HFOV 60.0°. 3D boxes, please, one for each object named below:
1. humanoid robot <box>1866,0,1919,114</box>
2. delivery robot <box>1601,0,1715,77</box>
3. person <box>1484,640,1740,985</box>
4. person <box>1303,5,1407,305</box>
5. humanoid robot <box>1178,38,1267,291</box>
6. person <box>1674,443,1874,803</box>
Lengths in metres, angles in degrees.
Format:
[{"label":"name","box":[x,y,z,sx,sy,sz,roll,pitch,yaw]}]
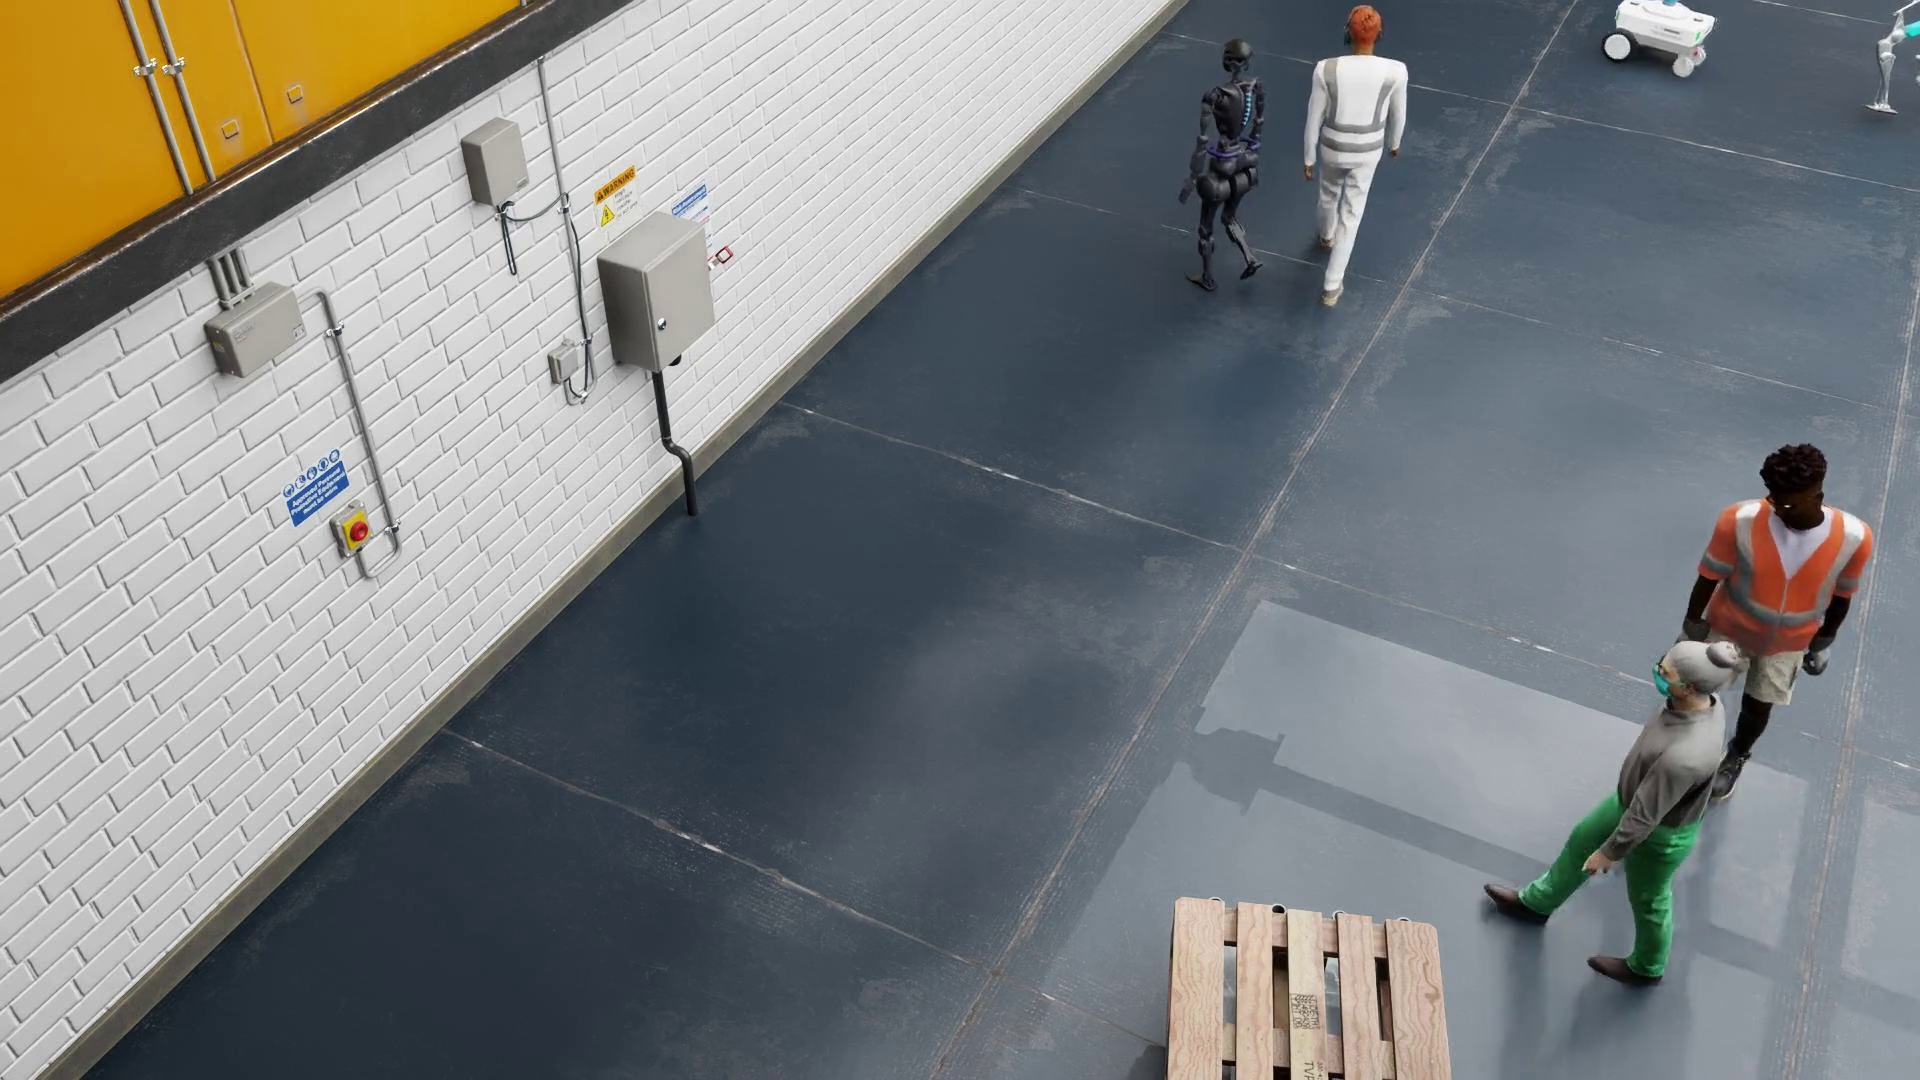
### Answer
[{"label":"humanoid robot","box":[7.218,-3.875,12.208,1.026,1.711,0.547,-8,41,-10]},{"label":"delivery robot","box":[5.631,-4.102,13.363,0.766,0.579,0.499,27,48,28]},{"label":"person","box":[2.560,1.034,6.452,0.853,1.805,0.542,15,43,17]},{"label":"person","box":[2.477,-2.491,10.528,0.590,1.827,0.998,11,42,13]},{"label":"humanoid robot","box":[1.709,-2.292,10.418,0.615,1.647,0.480,-24,46,-26]},{"label":"person","box":[3.407,0.399,7.102,0.627,1.927,0.448,11,42,13]}]
